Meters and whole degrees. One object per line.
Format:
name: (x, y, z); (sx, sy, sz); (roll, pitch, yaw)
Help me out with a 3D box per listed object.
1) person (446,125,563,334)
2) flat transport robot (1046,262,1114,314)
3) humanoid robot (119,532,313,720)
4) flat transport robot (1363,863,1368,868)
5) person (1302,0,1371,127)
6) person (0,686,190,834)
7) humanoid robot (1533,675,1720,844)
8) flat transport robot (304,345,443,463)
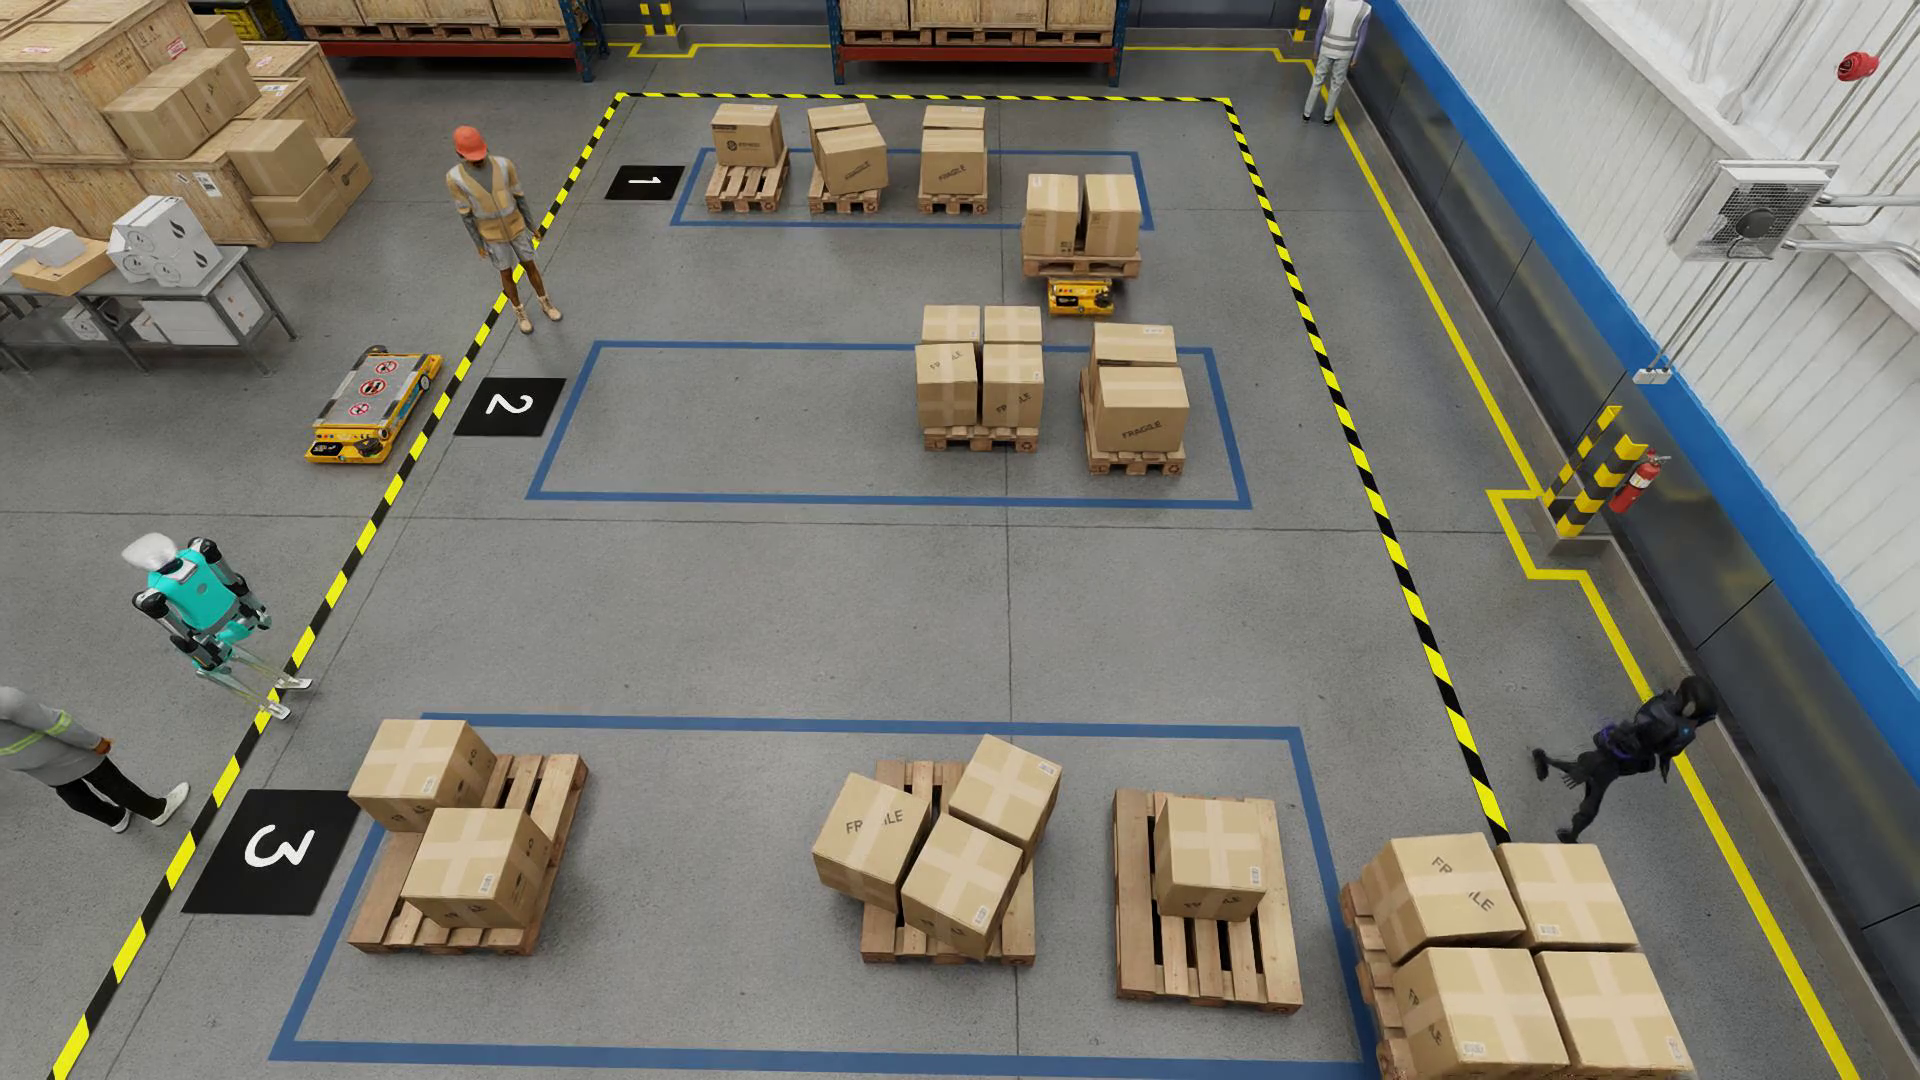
person: (-4.308, -2.917, 8.679); (0.604, 2.036, 0.385); (-31, 56, -23)
flat transport robot: (1.258, -2.937, 9.834); (0.652, 0.197, 1.431); (1, 50, 1)
humanoid robot: (-4.836, 0.547, 5.857); (0.735, 1.672, 0.533); (9, 50, 8)
flat transport robot: (2.829, 2.541, 5.198); (0.652, 0.197, 1.431); (1, 50, 1)
person: (4.764, -6.188, 11.577); (0.589, 1.835, 0.404); (20, 53, 16)
person: (-5.333, 1.174, 5.336); (0.598, 1.850, 0.388); (-6, 50, -5)
humanoid robot: (3.918, 1.257, 5.422); (0.607, 1.665, 0.683); (-7, 50, -6)
flat transport robot: (-5.383, -1.269, 8.441); (0.659, 0.231, 1.431); (1, 50, 1)
